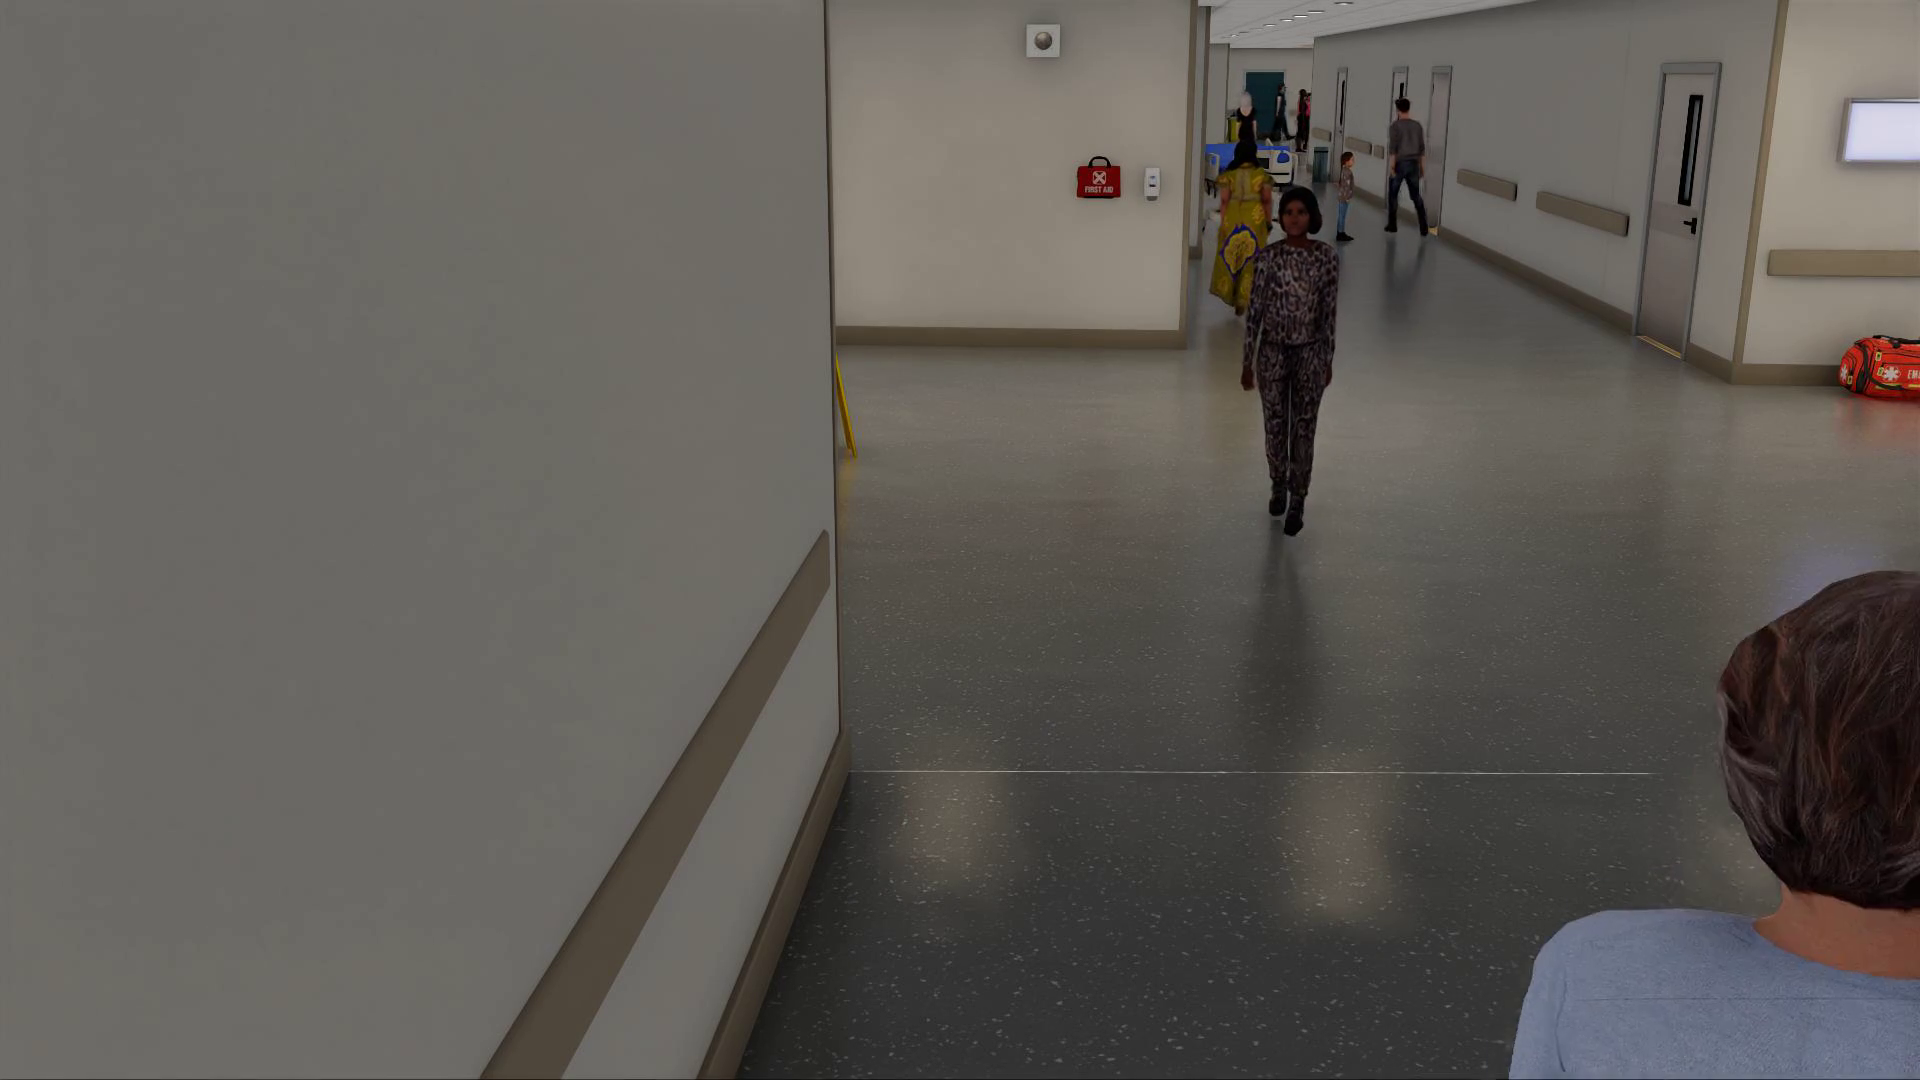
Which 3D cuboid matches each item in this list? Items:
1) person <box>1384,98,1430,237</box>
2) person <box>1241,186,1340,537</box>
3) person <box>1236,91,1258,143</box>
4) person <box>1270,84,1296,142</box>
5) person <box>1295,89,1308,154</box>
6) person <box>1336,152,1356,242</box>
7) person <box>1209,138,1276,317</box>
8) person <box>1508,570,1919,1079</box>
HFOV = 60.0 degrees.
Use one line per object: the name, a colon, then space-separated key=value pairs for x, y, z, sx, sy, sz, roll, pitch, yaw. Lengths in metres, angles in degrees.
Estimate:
person: x=6.170 y=-5.072 z=22.871 sx=1.338 sy=1.830 sz=0.975 roll=-1 pitch=16 yaw=-5
person: x=1.654 y=-0.881 z=8.307 sx=1.093 sy=1.668 sz=0.774 roll=4 pitch=16 yaw=13
person: x=6.104 y=-8.617 z=35.475 sx=0.932 sy=1.815 sz=0.789 roll=5 pitch=17 yaw=17
person: x=10.313 y=-13.857 z=54.067 sx=1.024 sy=1.807 sz=0.668 roll=1 pitch=16 yaw=4
person: x=9.680 y=-11.888 z=47.183 sx=0.517 sy=1.757 sz=0.576 roll=2 pitch=16 yaw=6
person: x=5.258 y=-4.704 z=22.738 sx=0.456 sy=1.194 sz=0.479 roll=2 pitch=16 yaw=6
person: x=2.626 y=-2.847 z=15.401 sx=1.195 sy=1.602 sz=0.902 roll=3 pitch=16 yaw=11
person: x=0.636 y=0.968 z=1.363 sx=0.976 sy=1.877 sz=0.974 roll=9 pitch=18 yaw=30
